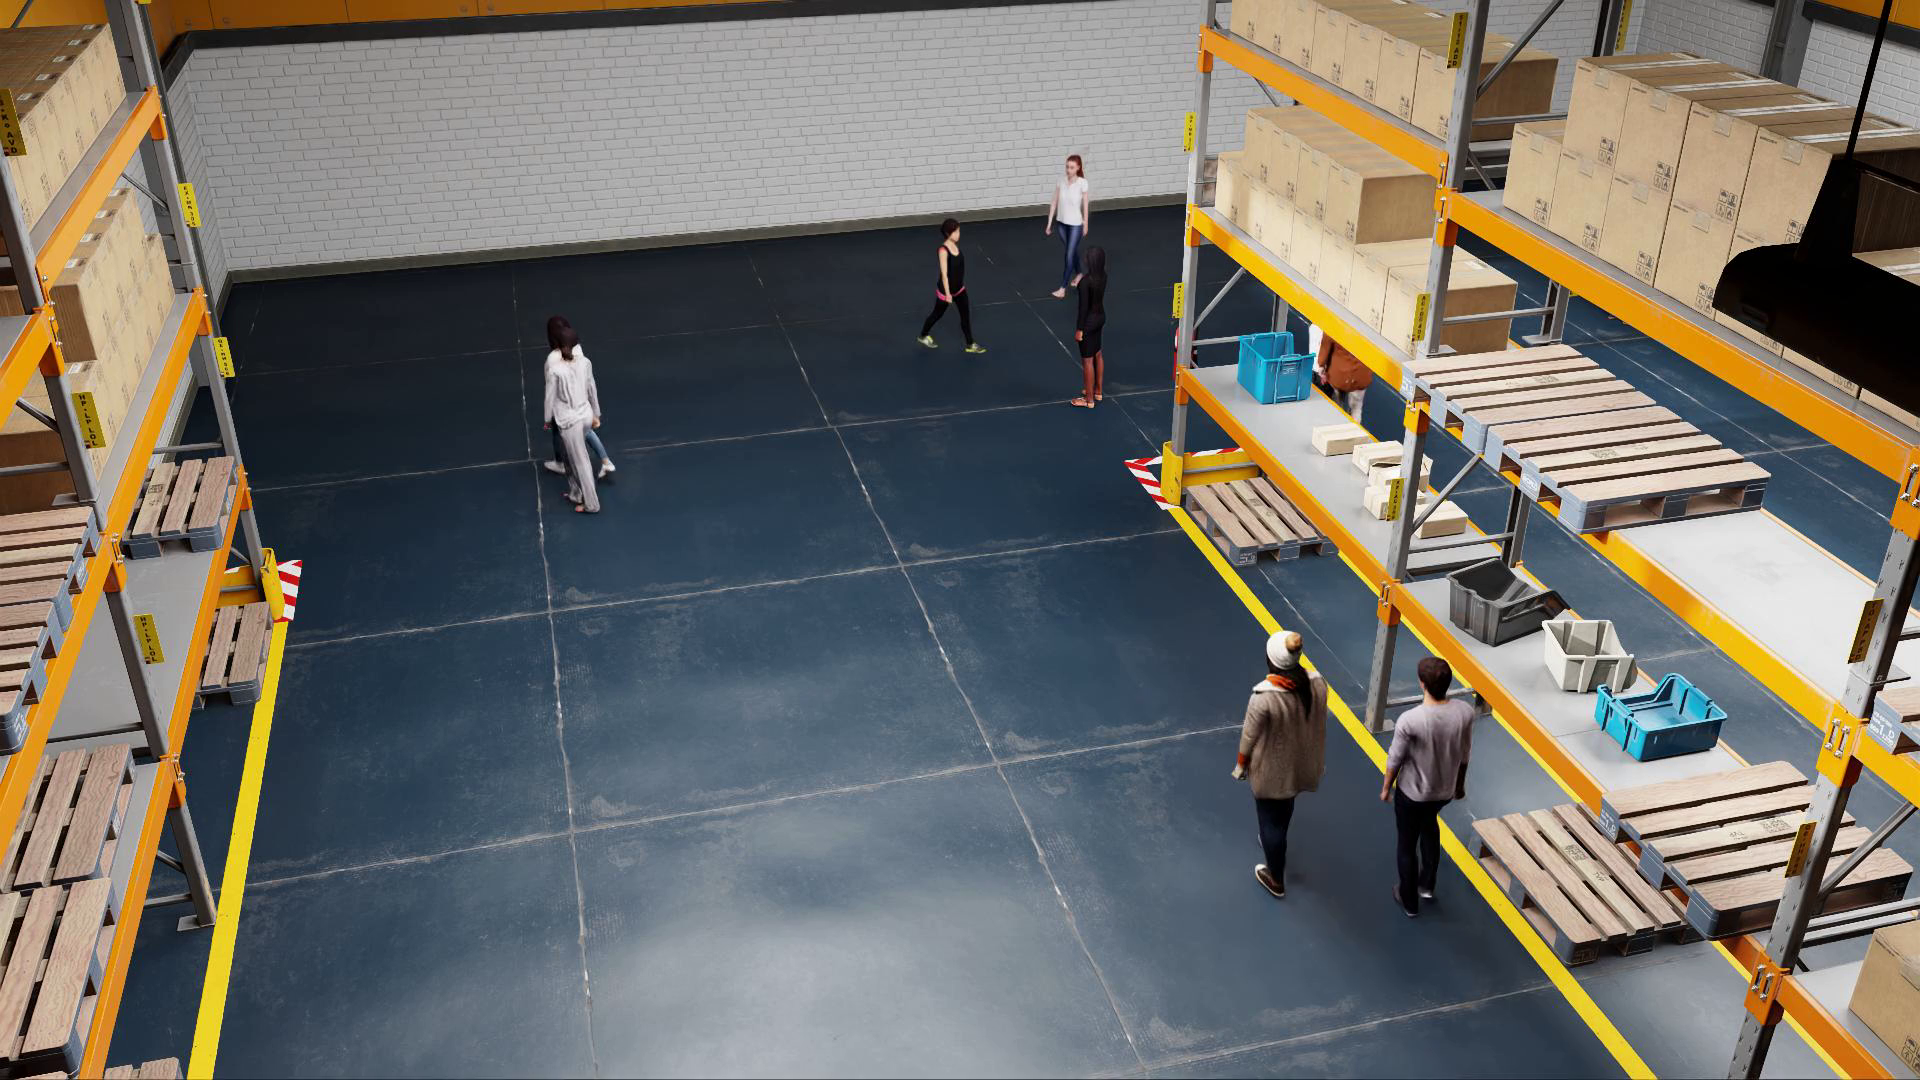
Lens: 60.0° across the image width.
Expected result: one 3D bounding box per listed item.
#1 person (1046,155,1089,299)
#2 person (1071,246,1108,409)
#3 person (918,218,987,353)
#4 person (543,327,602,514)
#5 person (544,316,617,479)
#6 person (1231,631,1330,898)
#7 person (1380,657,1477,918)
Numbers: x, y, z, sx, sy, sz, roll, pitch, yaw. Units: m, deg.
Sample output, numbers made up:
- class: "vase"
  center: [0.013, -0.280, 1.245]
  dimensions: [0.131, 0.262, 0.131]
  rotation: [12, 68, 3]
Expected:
- class: "person"
  center: [1.375, -3.813, 20.141]
  dimensions: [1.100, 1.684, 1.130]
  rotation: [17, 33, 28]
- class: "person"
  center: [1.346, -2.217, 17.176]
  dimensions: [0.721, 1.720, 0.665]
  rotation: [16, 32, 27]
- class: "person"
  center: [-0.179, -2.810, 18.478]
  dimensions: [1.048, 1.515, 1.018]
  rotation: [14, 31, 23]
- class: "person"
  center: [-3.399, -1.053, 14.998]
  dimensions: [0.827, 1.764, 0.765]
  rotation: [17, 33, 28]
- class: "person"
  center: [-3.605, -1.298, 15.610]
  dimensions: [1.129, 1.608, 1.064]
  rotation: [16, 33, 27]
- class: "person"
  center: [2.065, 1.415, 10.366]
  dimensions: [0.757, 1.867, 0.838]
  rotation: [-11, 31, -19]
- class: "person"
  center: [2.874, 1.565, 10.135]
  dimensions: [0.700, 1.825, 0.633]
  rotation: [-5, 29, -9]
